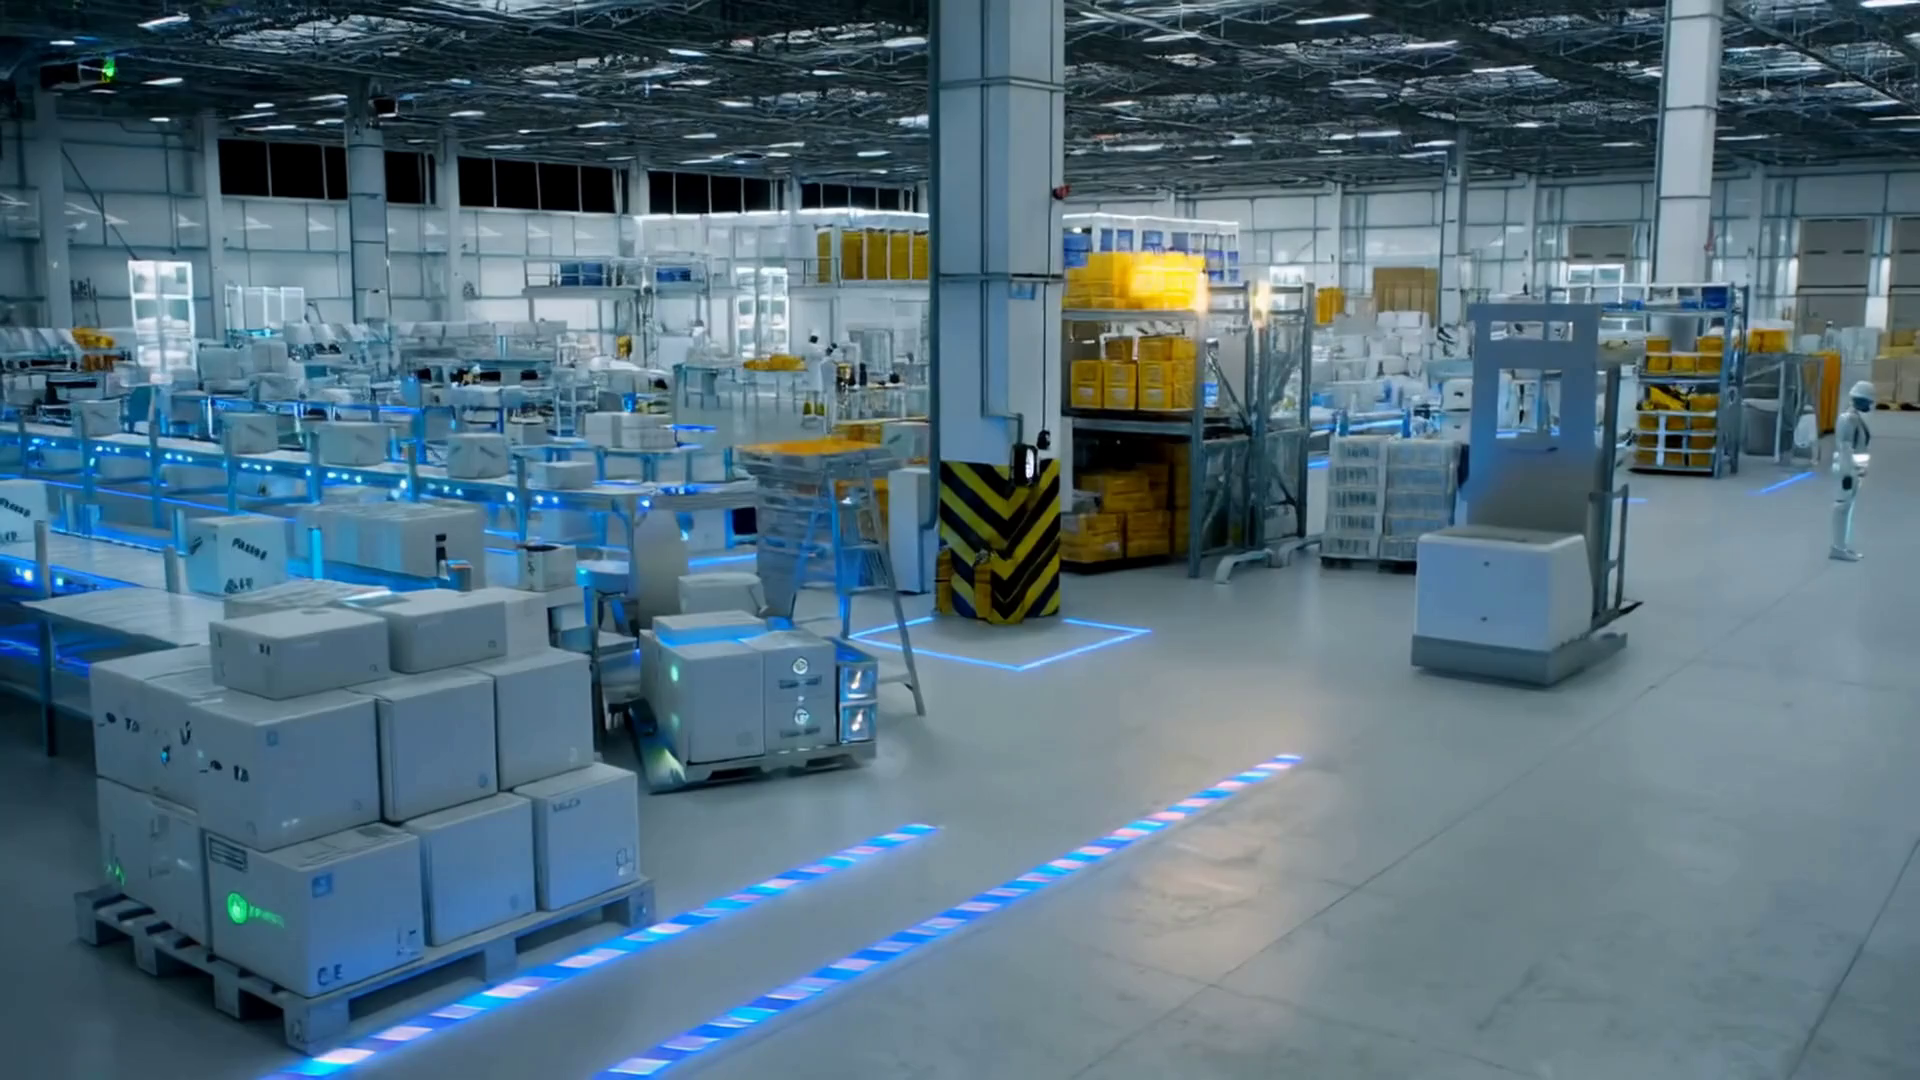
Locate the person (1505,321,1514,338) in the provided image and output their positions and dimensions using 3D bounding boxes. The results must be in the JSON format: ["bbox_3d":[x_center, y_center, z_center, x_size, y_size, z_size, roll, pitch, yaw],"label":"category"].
[{"bbox_3d":[23.893,-8.816,72.296,0.387,1.996,0.611,7,11,39],"label":"person"}]

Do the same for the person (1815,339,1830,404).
[{"bbox_3d":[22.681,-4.431,43.738,0.322,1.697,0.533,7,11,39],"label":"person"}]

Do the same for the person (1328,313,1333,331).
[{"bbox_3d":[19.125,-10.722,85.359,0.376,1.933,0.544,7,11,39],"label":"person"}]

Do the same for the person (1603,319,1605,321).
[{"bbox_3d":[29.546,-9.399,76.874,0.612,1.809,0.907,-1,8,-5],"label":"person"}]

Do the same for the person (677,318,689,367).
[{"bbox_3d":[-10.949,-7.833,65.881,0.376,1.933,0.544,7,11,39],"label":"person"}]

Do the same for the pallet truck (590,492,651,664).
[{"bbox_3d":[-3.115,0.344,12.883,0.653,1.274,1.630,7,11,37],"label":"pallet truck"}]

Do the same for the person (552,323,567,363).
[{"bbox_3d":[-13.741,-6.505,57.096,0.360,1.883,0.574,7,11,39],"label":"person"}]

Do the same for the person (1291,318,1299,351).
[{"bbox_3d":[16.925,-10.403,83.993,0.322,1.697,0.533,7,11,39],"label":"person"}]

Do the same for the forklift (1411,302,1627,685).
[{"bbox_3d":[4.379,-0.438,12.852,1.129,2.768,1.873,7,11,37],"label":"forklift"}]

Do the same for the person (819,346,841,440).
[{"bbox_3d":[-2.561,-2.890,32.802,0.334,1.864,0.521,7,11,39],"label":"person"}]

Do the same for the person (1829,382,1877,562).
[{"bbox_3d":[9.688,-0.745,18.067,0.402,1.942,0.604,7,11,39],"label":"person"}]

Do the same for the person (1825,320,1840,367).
[{"bbox_3d":[33.479,-7.506,63.793,0.636,1.899,0.639,-1,9,-10],"label":"person"}]

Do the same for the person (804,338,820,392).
[{"bbox_3d":[-3.714,-4.215,42.065,0.329,1.764,0.524,7,11,39],"label":"person"}]

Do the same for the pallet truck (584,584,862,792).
[{"bbox_3d":[-1.426,0.805,10.019,1.601,1.201,0.680,-4,9,-26],"label":"pallet truck"}]

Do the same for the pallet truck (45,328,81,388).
[{"bbox_3d":[-23.775,-4.544,43.495,1.885,1.965,0.823,6,10,35],"label":"pallet truck"}]

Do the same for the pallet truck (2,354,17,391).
[{"bbox_3d":[-24.881,-4.417,42.634,1.885,1.965,0.823,8,11,41],"label":"pallet truck"}]

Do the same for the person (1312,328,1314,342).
[{"bbox_3d":[16.887,-9.743,79.500,0.869,1.710,0.530,1,9,7],"label":"person"}]

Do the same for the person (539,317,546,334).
[{"bbox_3d":[-17.235,-8.279,68.902,0.381,1.928,0.587,7,11,39],"label":"person"}]

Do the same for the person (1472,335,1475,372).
[{"bbox_3d":[13.940,-4.664,44.156,0.713,2.000,0.929,-4,10,-27],"label":"person"}]
